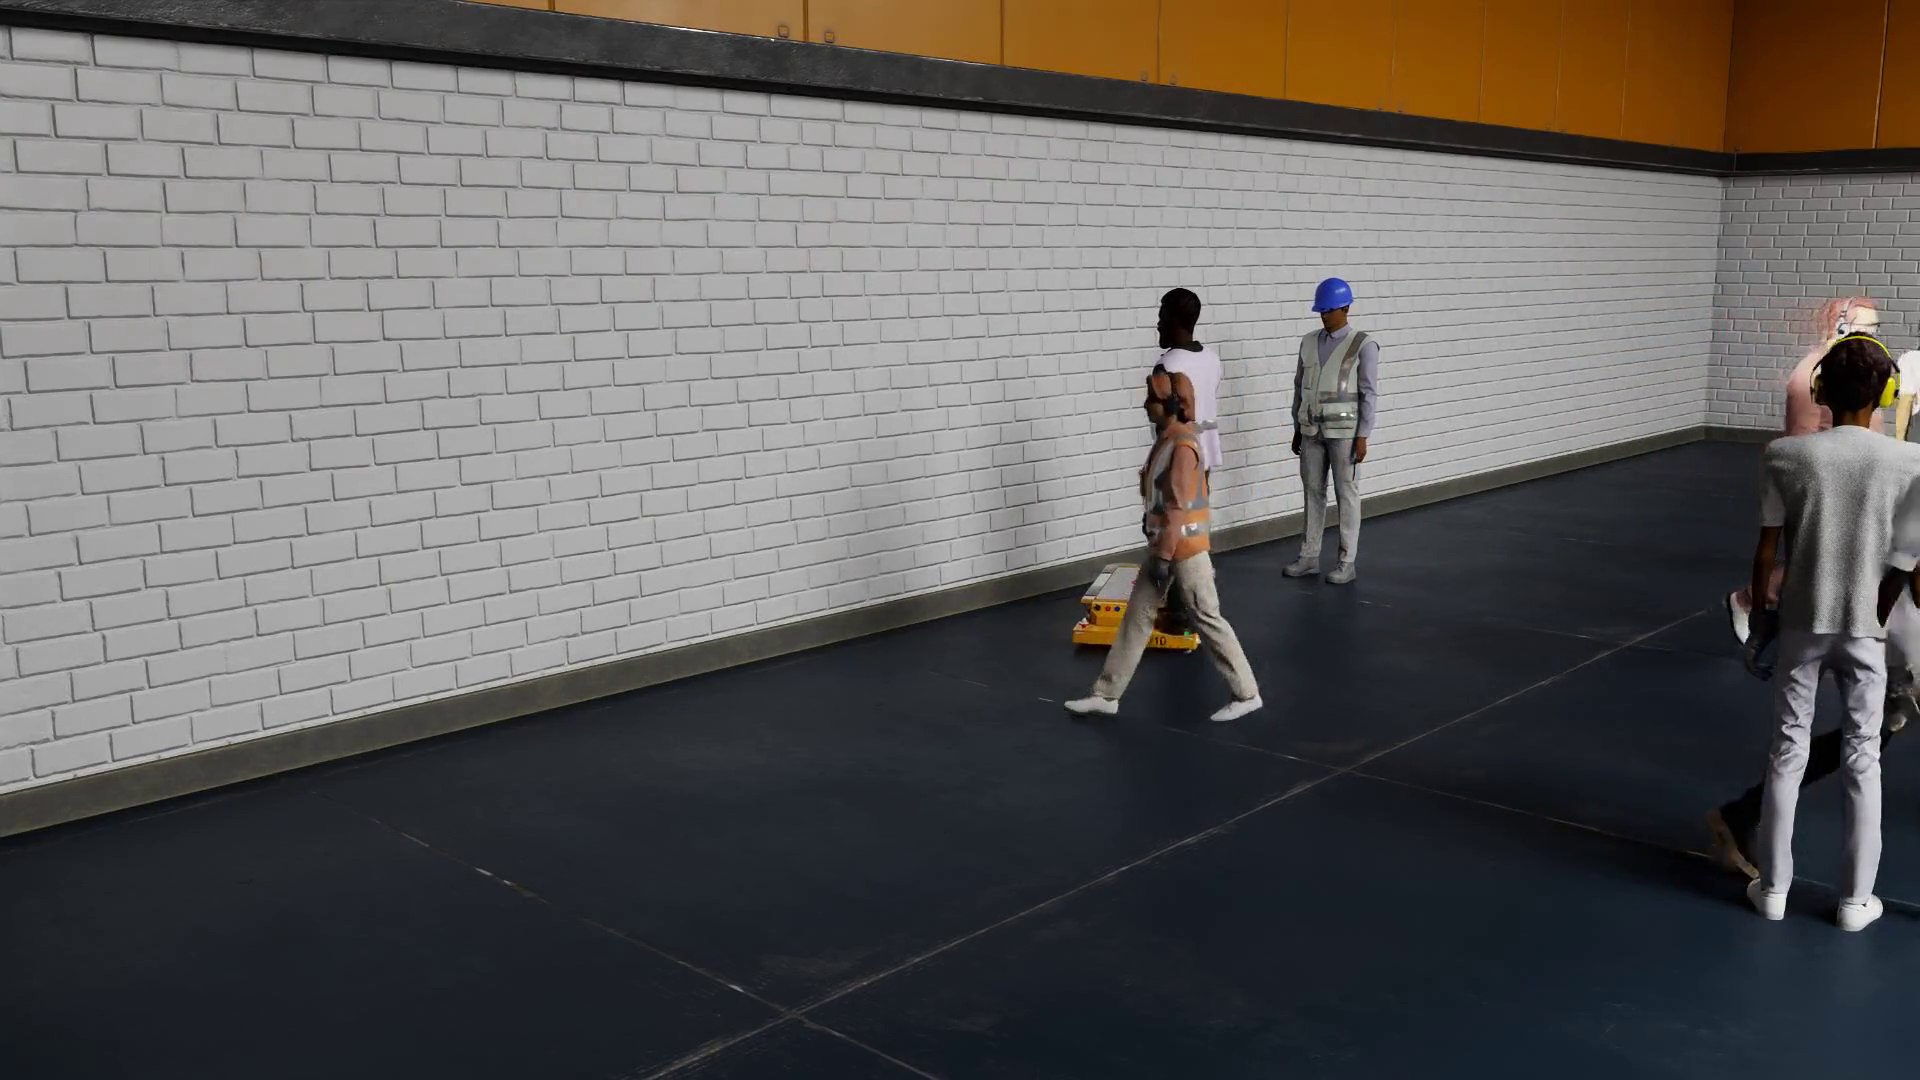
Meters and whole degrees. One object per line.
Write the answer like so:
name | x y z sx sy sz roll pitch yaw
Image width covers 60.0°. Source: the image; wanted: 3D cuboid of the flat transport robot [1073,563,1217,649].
flat transport robot | 1.072 0.352 9.410 0.652 0.197 1.431 2 10 13

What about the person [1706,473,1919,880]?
person | 2.960 0.271 5.302 1.014 1.899 0.622 8 13 40

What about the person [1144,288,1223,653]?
person | 1.170 -0.359 8.778 0.392 1.917 0.588 6 12 31

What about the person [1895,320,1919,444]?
person | 6.205 -0.618 10.625 0.538 1.792 0.984 1 10 5

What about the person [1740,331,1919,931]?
person | 2.735 0.289 5.209 0.514 1.876 0.328 5 11 27

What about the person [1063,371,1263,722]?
person | 0.958 0.040 7.438 0.896 1.590 0.531 -1 10 -6

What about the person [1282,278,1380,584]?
person | 2.370 -0.697 10.638 0.396 1.940 0.601 -9 13 -42

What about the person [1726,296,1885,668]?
person | 4.330 -0.284 8.401 0.662 1.892 0.636 -8 13 -37
